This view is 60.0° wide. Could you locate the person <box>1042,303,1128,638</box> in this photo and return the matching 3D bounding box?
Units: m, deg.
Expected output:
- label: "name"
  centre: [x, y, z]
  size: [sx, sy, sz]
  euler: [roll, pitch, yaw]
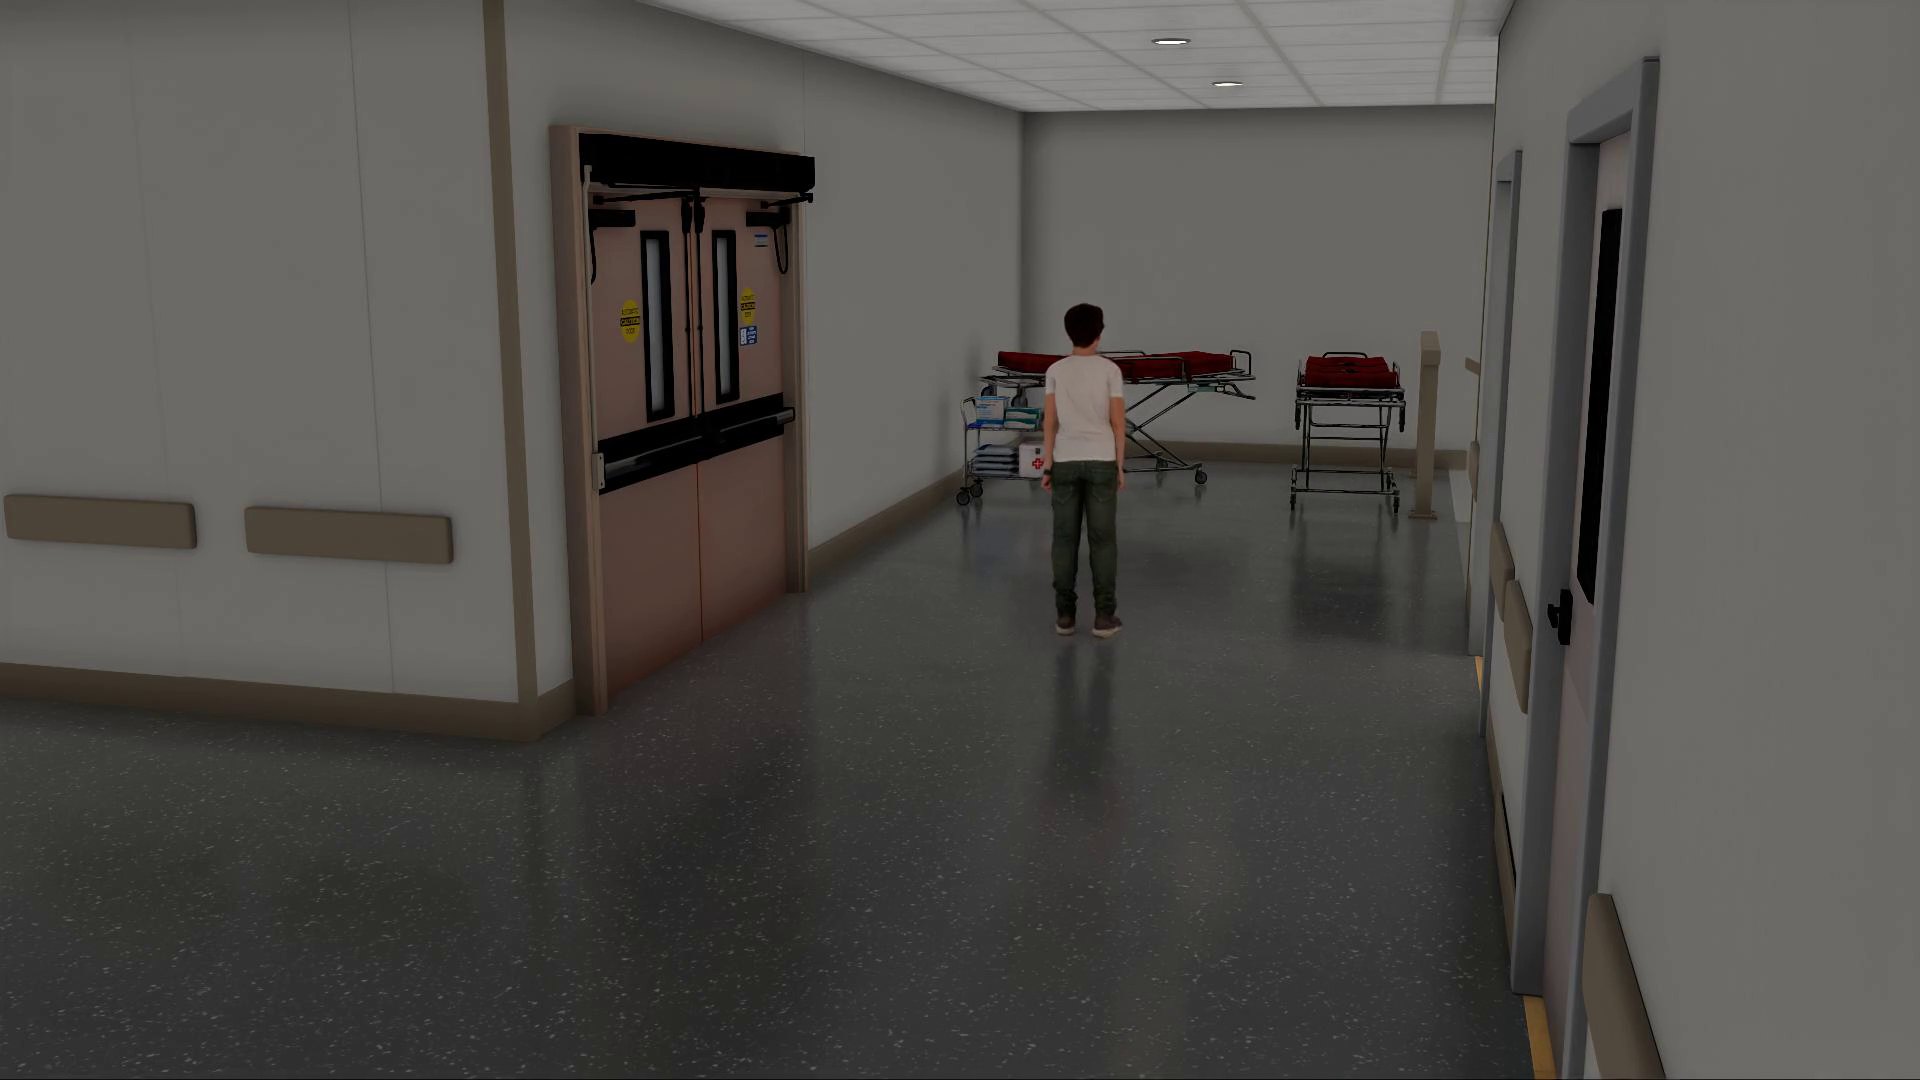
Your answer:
- label: "person"
  centre: [0.616, -0.351, 8.283]
  size: [0.568, 1.654, 0.531]
  euler: [3, 11, 13]
